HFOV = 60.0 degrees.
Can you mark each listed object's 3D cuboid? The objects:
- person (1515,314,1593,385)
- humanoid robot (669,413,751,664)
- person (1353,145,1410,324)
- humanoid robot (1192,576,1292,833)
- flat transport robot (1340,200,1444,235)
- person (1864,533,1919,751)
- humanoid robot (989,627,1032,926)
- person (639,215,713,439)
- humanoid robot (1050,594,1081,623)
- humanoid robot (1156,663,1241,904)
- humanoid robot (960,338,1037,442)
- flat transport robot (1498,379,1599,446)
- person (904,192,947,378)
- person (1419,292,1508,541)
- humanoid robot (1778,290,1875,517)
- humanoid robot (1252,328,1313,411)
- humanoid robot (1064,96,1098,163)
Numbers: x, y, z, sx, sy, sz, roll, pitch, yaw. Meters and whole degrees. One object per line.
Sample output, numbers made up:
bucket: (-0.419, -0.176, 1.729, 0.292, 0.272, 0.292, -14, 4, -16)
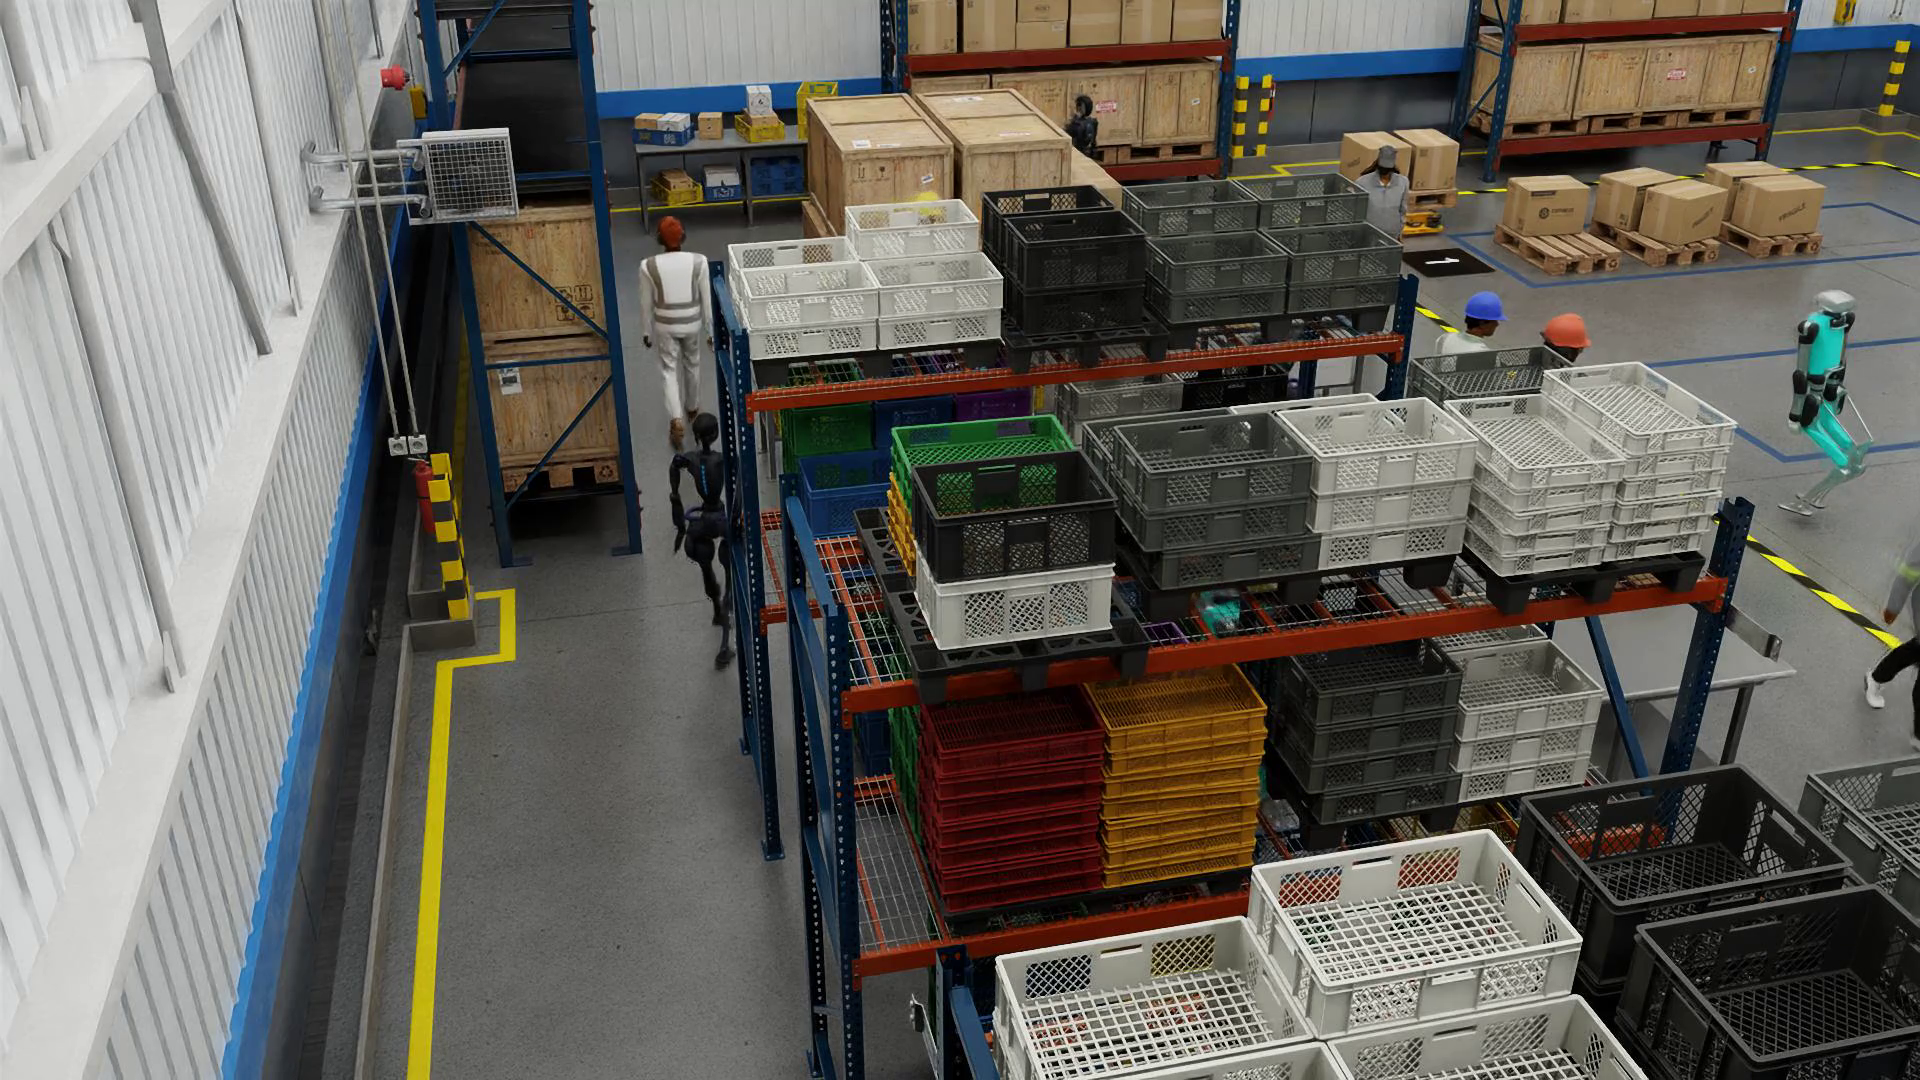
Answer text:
person: (3.911, -0.553, 11.196, 0.390, 2.040, 0.613, -5, 28, -10)
humanoid robot: (-1.572, -0.055, 10.692, 0.587, 1.623, 0.794, 2, 28, 4)
person: (4.006, -2.936, 16.015, 0.565, 1.760, 0.407, -3, 28, -5)
humanoid robot: (1.621, 0.928, 8.740, 0.875, 1.781, 0.550, -2, 28, -3)
flat transport robot: (4.987, -3.848, 19.317, 0.652, 0.197, 1.431, -6, 28, -12)
person: (5.739, 0.346, 9.746, 0.588, 1.809, 0.882, -6, 28, -11)
humanoid robot: (0.221, 1.140, 8.274, 0.696, 1.760, 0.534, 18, 33, 30)
person: (-2.318, -1.758, 13.677, 0.591, 1.858, 0.812, -7, 29, -13)
humanoid robot: (0.760, 1.001, 8.620, 0.672, 1.850, 0.540, -1, 28, -2)
humanoid robot: (1.255, 1.224, 8.244, 0.677, 1.643, 0.599, -8, 29, -15)
humanoid robot: (0.298, -0.503, 11.321, 0.531, 1.691, 0.734, -4, 28, -7)
flat transport robot: (4.780, -1.036, 14.013, 0.659, 0.231, 1.431, -6, 28, -12)
person: (-0.288, -2.128, 14.428, 0.440, 1.813, 0.597, -3, 28, -6)
person: (3.563, -0.827, 11.820, 0.402, 1.941, 0.606, -12, 30, -22)
humanoid robot: (6.402, -0.944, 12.119, 0.533, 1.677, 0.735, -16, 32, -27)
humanoid robot: (2.404, -1.021, 12.488, 0.608, 1.638, 0.392, -11, 30, -21)
humanoid robot: (1.324, -4.059, 18.254, 0.599, 1.635, 0.655, -24, 36, -37)
